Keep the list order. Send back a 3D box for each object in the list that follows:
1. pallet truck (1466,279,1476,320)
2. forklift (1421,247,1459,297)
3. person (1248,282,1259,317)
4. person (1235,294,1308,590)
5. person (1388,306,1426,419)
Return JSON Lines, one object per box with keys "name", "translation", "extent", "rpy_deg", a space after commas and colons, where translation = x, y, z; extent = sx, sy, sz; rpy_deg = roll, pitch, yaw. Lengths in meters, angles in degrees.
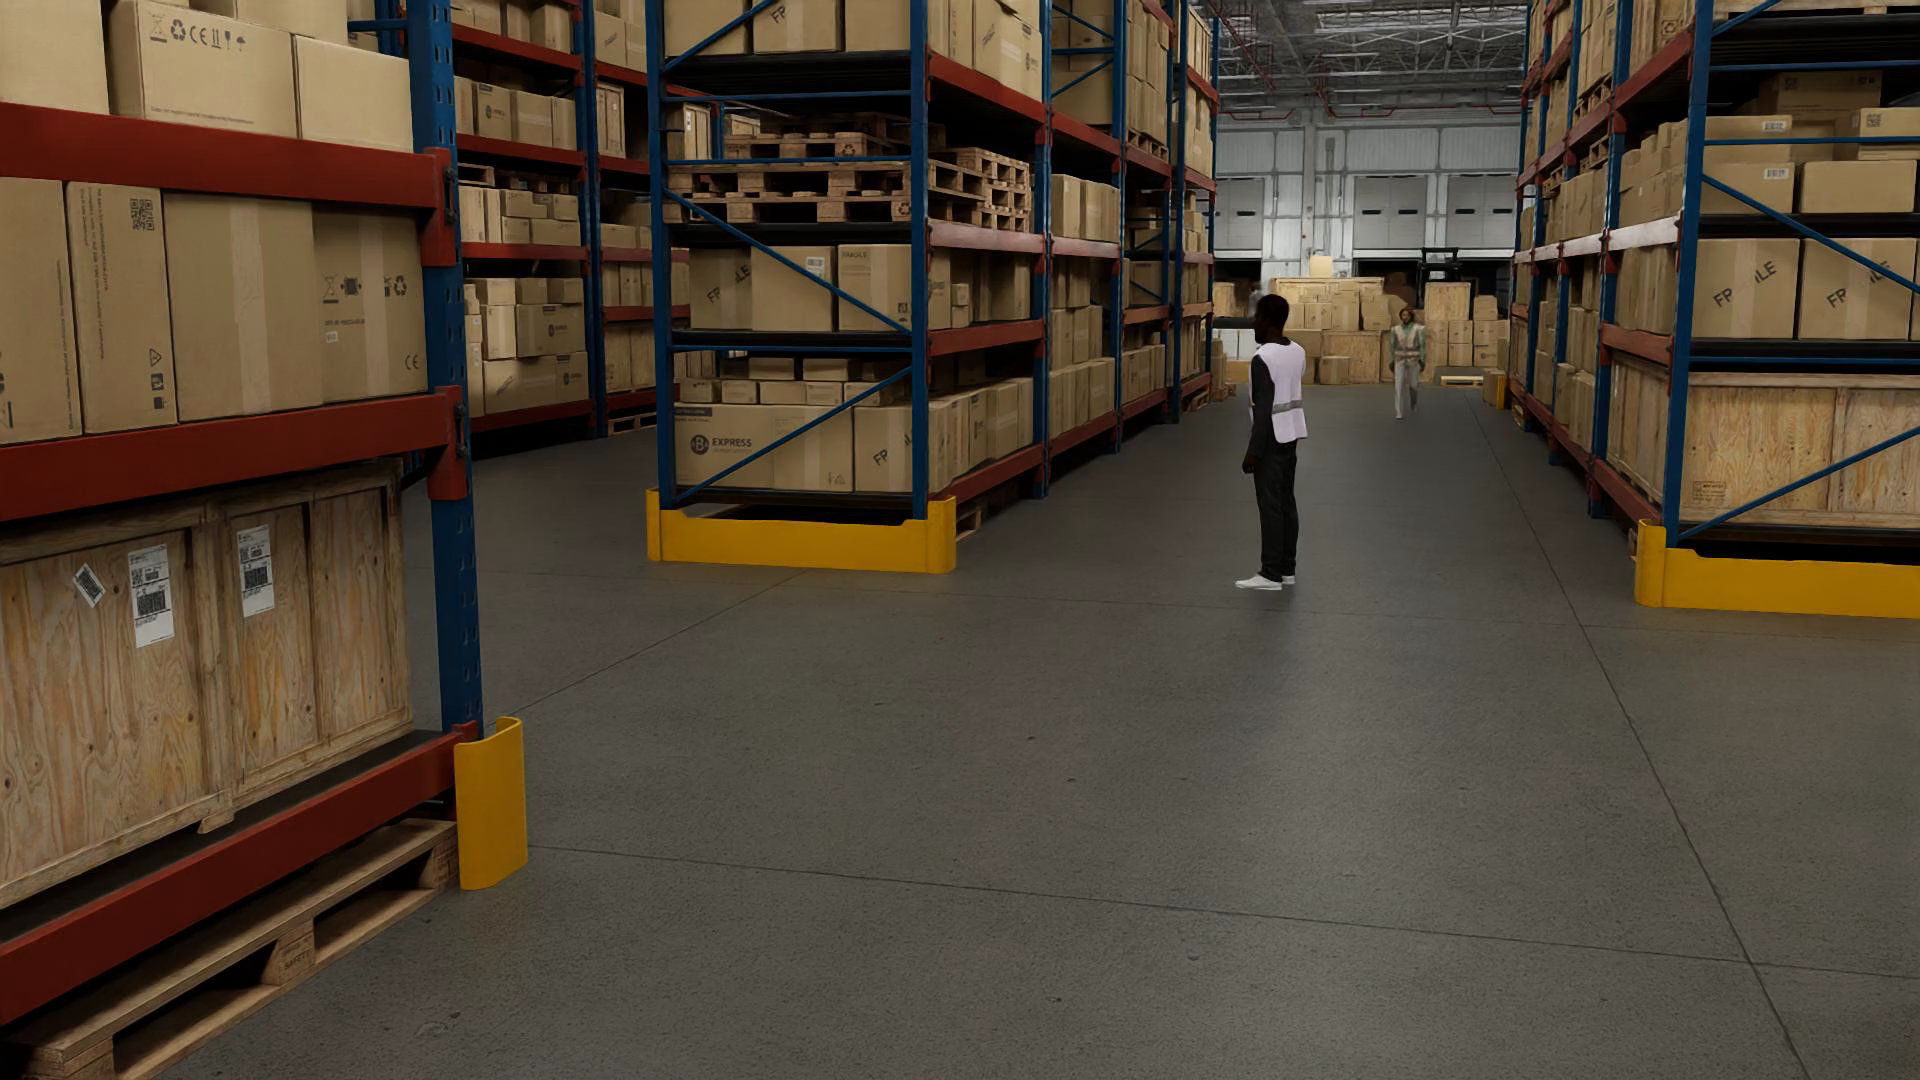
{"name": "pallet truck", "translation": [18.896, -8.459, 60.307], "extent": [1.885, 1.965, 0.823], "rpy_deg": [5, 10, 31]}
{"name": "forklift", "translation": [12.457, -6.235, 43.383], "extent": [1.129, 2.768, 1.873], "rpy_deg": [2, 9, 15]}
{"name": "person", "translation": [9.833, -7.610, 55.230], "extent": [0.916, 1.909, 0.638], "rpy_deg": [0, 9, 0]}
{"name": "person", "translation": [2.044, -0.629, 10.815], "extent": [0.390, 1.920, 0.587], "rpy_deg": [6, 11, 35]}
{"name": "person", "translation": [6.438, -2.552, 23.950], "extent": [0.532, 1.624, 0.456], "rpy_deg": [4, 10, 22]}
